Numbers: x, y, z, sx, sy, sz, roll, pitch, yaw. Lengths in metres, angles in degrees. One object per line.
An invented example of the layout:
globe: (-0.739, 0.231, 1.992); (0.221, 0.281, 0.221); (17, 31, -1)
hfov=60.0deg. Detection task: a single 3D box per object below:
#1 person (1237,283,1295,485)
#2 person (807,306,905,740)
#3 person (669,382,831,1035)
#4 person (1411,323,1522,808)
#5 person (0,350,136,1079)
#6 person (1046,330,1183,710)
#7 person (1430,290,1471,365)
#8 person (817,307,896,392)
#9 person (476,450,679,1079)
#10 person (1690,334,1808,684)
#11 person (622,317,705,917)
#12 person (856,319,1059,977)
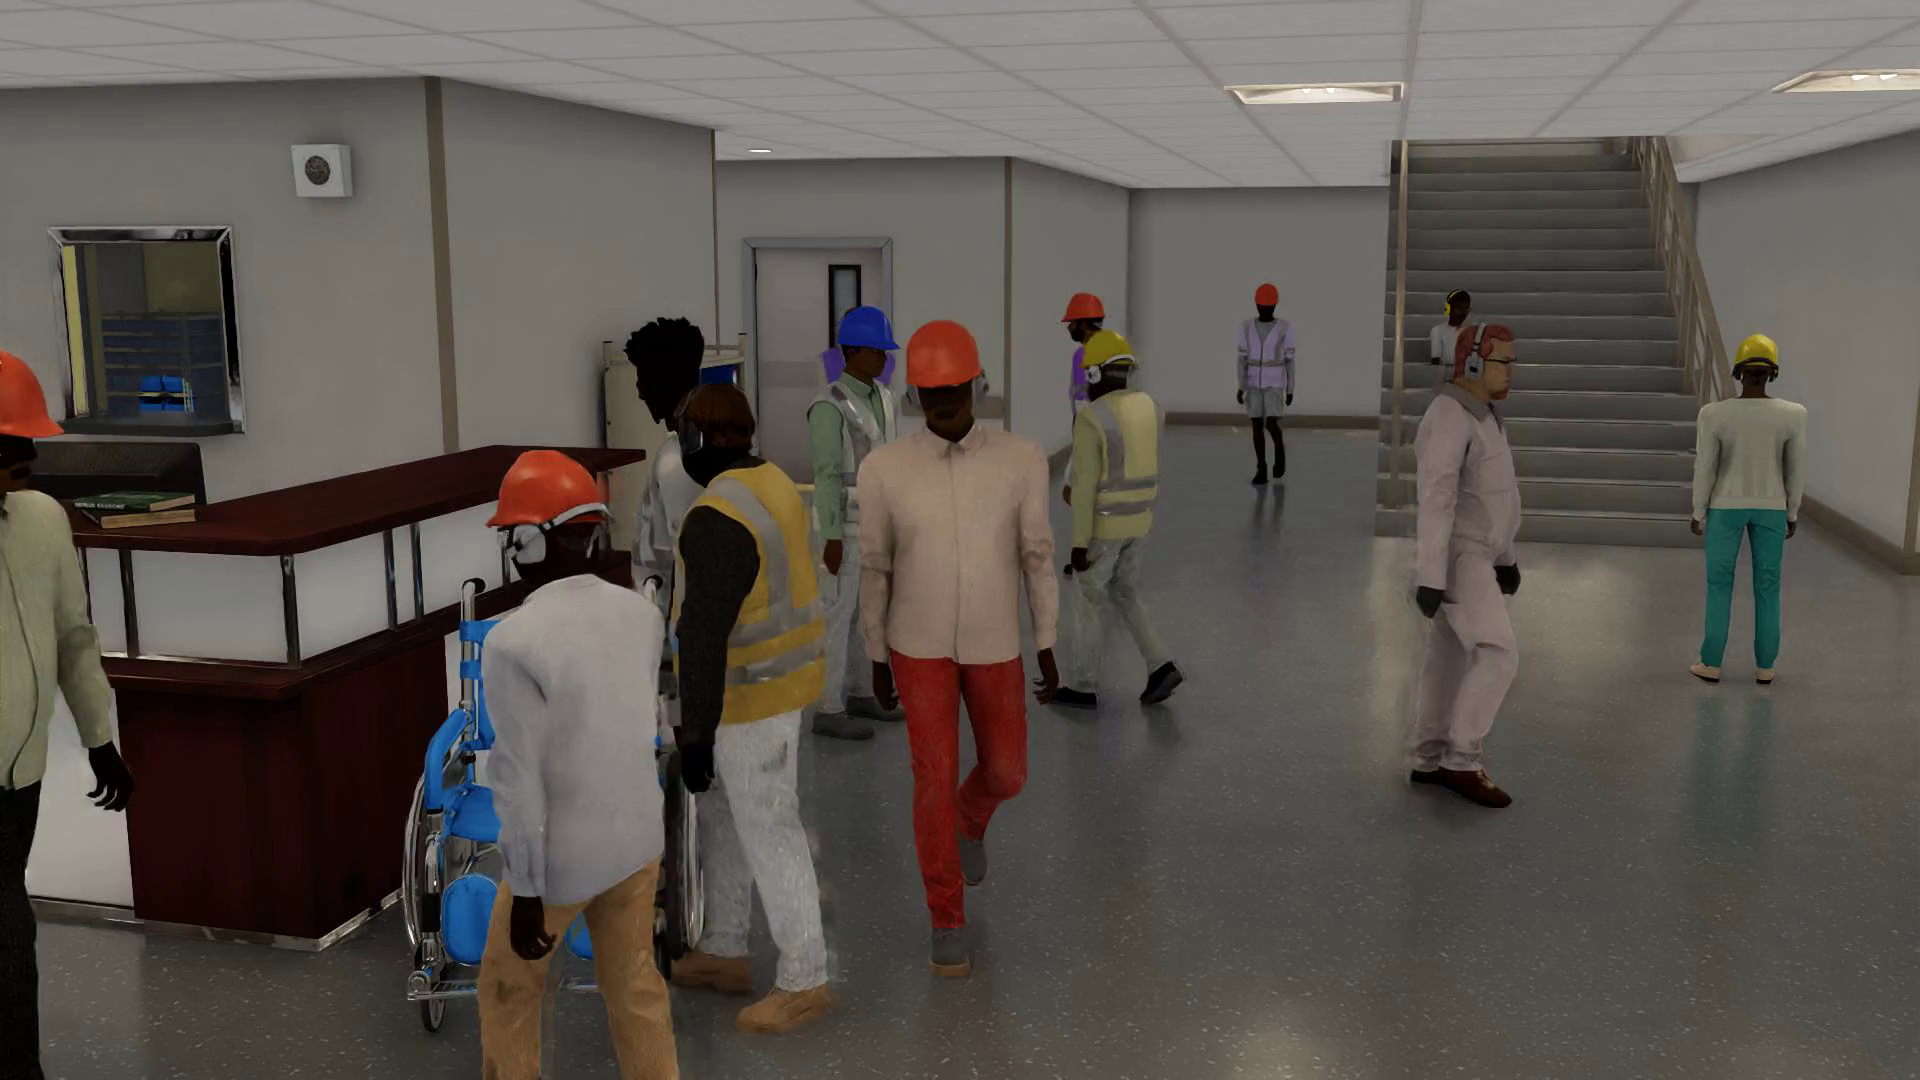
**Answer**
person: (2.901, -1.478, 15.801); (0.539, 1.914, 0.510); (5, 11, 25)
person: (-0.450, -0.074, 7.478); (0.421, 1.939, 0.600); (5, 11, 25)
person: (-0.653, 0.465, 4.694); (0.629, 1.797, 0.822); (1, 10, 7)
person: (2.081, 0.097, 6.582); (0.573, 1.889, 0.656); (4, 11, 24)
person: (-2.298, 0.532, 3.900); (0.736, 1.953, 0.634); (1, 10, 7)
person: (0.739, -0.076, 7.856); (0.525, 1.830, 0.604); (10, 14, 44)
person: (4.341, -1.268, 14.701); (0.517, 1.865, 0.327); (-7, 12, -36)
person: (-0.729, -0.710, 11.546); (0.574, 1.817, 0.756); (-3, 10, -19)
person: (-0.934, 0.658, 3.749); (0.712, 1.721, 0.581); (5, 11, 28)
person: (3.962, -0.149, 8.395); (0.525, 1.769, 0.308); (2, 10, 11)
person: (-0.893, 0.252, 5.466); (0.379, 1.959, 0.604); (0, 10, 2)
person: (-0.016, 0.298, 5.164); (0.616, 1.968, 0.673); (-1, 10, -8)
